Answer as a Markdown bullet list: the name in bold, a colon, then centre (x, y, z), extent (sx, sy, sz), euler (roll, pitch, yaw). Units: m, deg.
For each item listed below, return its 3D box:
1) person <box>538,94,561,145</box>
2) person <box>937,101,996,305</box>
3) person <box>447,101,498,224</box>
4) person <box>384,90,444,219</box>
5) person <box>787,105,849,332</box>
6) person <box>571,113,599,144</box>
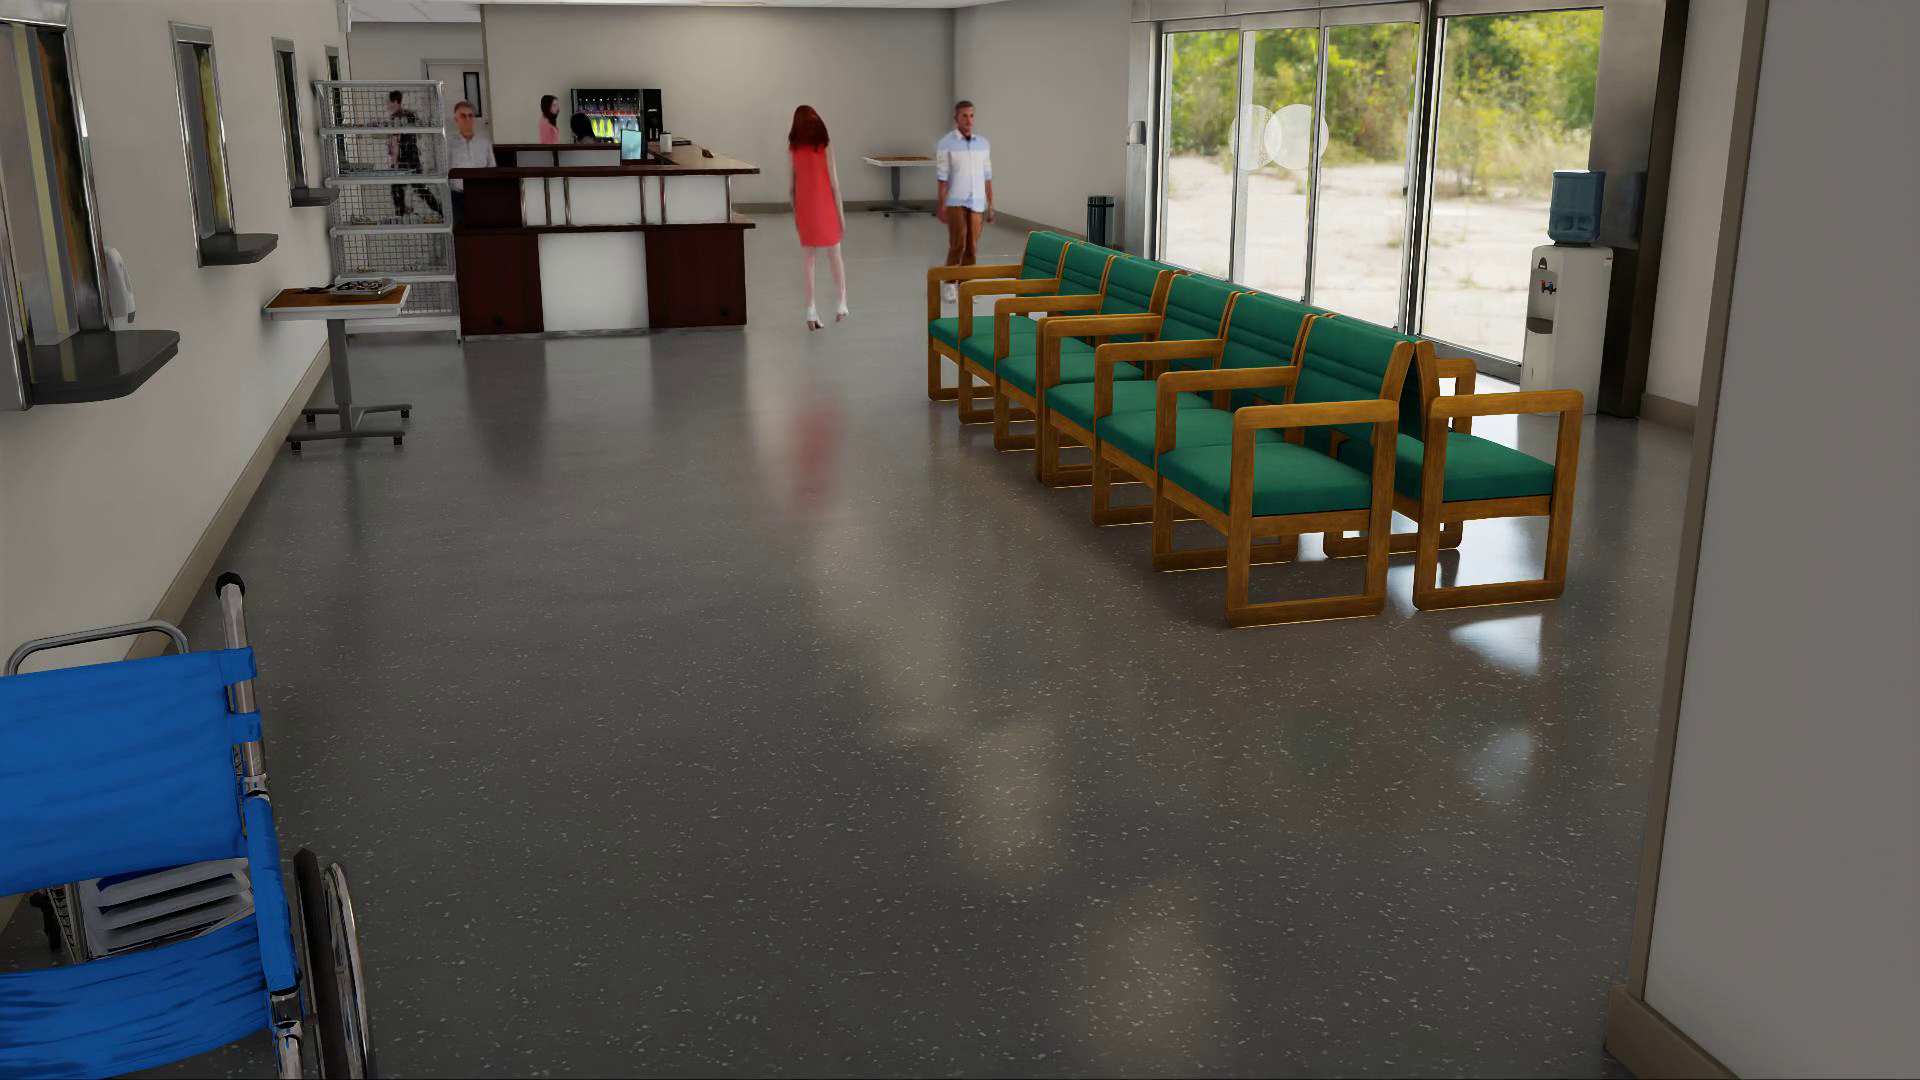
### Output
- **person**: centre (-5.235, -4.659, 20.895), extent (1.138, 1.773, 0.762), euler (-1, 16, -3)
- **person**: centre (0.006, -3.067, 15.176), extent (0.653, 1.814, 0.806), euler (-8, 18, -27)
- **person**: centre (-4.599, -3.176, 15.579), extent (0.896, 1.804, 0.877), euler (-9, 18, -30)
- **person**: centre (-7.267, -5.002, 22.037), extent (1.282, 1.814, 1.110), euler (6, 17, 19)
- **person**: centre (-1.214, -2.578, 13.498), extent (1.037, 1.782, 1.012), euler (5, 17, 18)
- **person**: centre (-4.358, -4.342, 20.123), extent (0.809, 1.582, 0.673), euler (-3, 16, -9)
